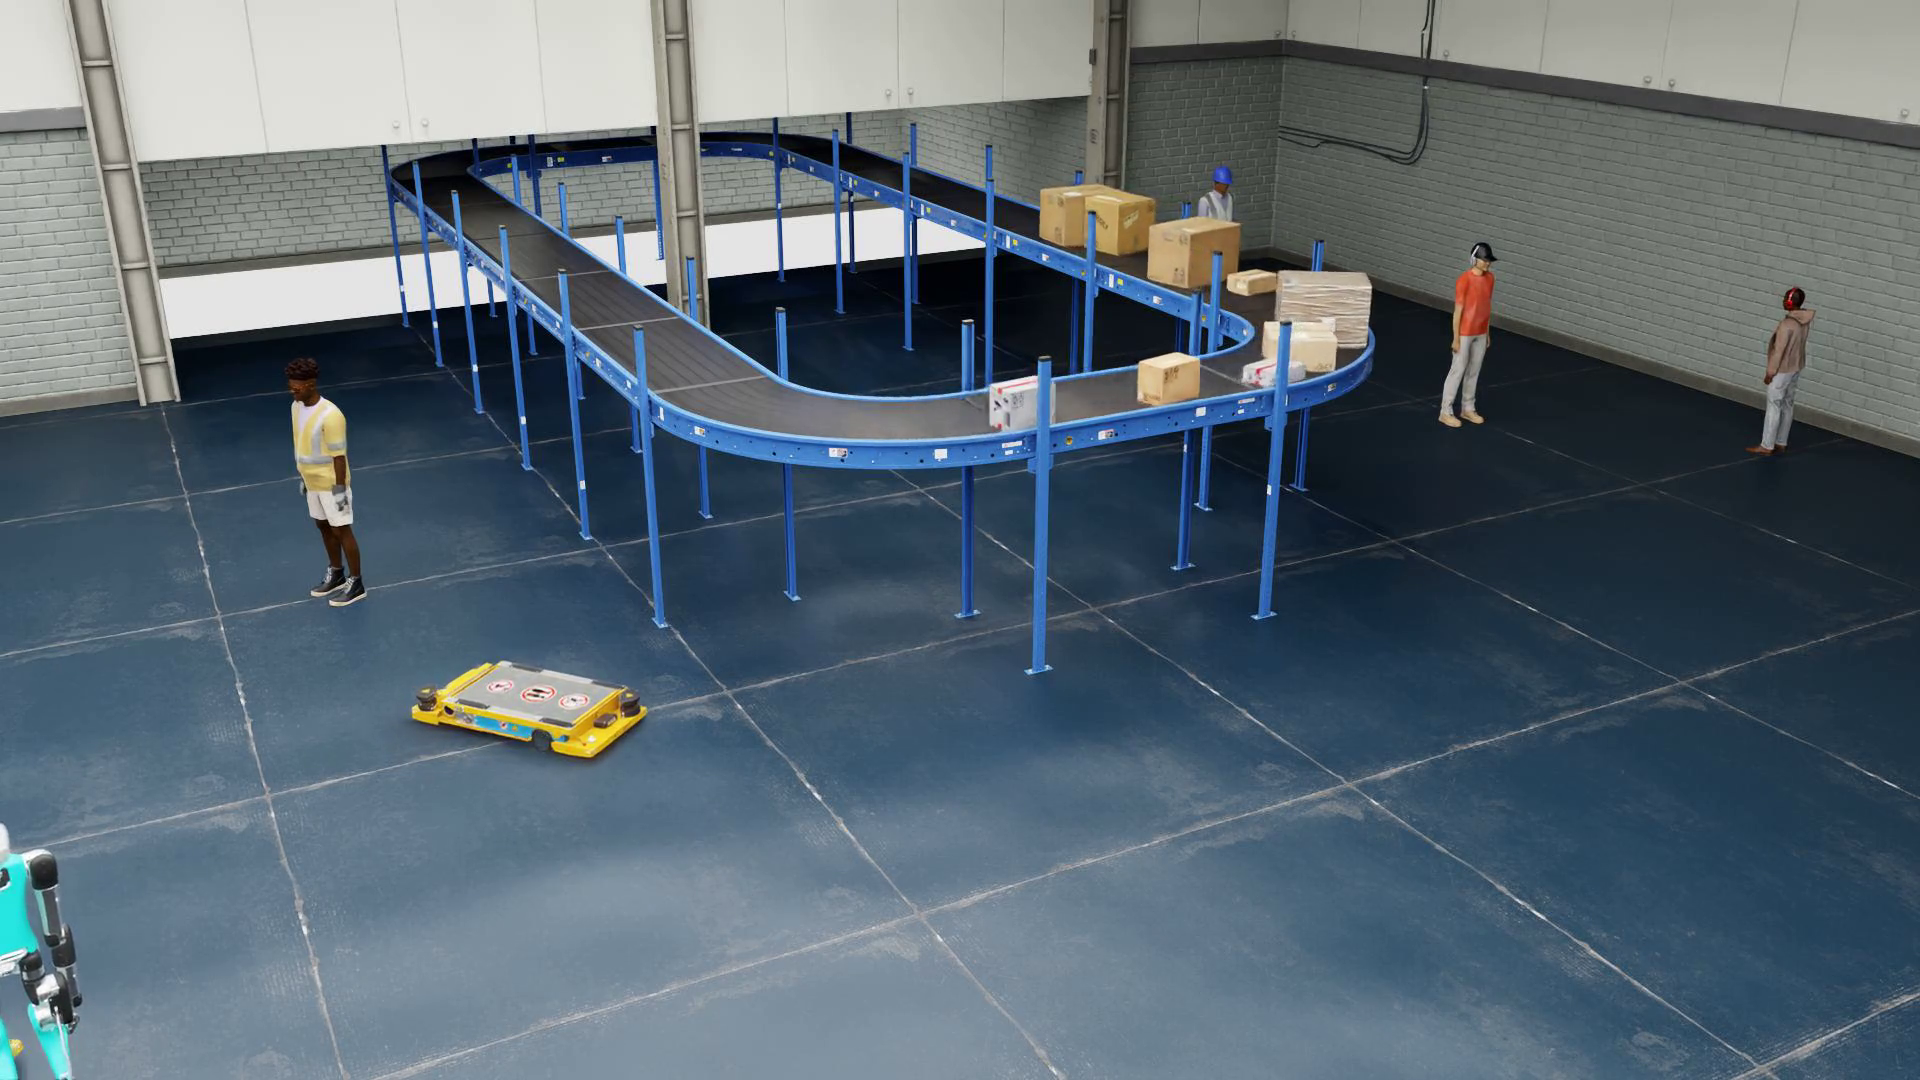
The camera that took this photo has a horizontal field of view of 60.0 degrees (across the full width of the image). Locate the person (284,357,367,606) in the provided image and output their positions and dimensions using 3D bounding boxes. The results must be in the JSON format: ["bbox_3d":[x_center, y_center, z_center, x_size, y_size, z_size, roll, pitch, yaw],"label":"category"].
[{"bbox_3d":[-4.882,-0.460,12.764,0.602,1.959,0.372,18,28,37],"label":"person"}]

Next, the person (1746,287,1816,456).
[{"bbox_3d":[7.958,-1.622,16.045,0.464,1.647,0.317,-15,27,-33],"label":"person"}]

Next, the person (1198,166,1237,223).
[{"bbox_3d":[3.223,-3.716,20.846,0.619,1.932,0.415,-16,27,-34],"label":"person"}]

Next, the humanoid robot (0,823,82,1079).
[{"bbox_3d":[-3.841,2.091,6.860,0.543,1.882,0.672,-17,27,-36],"label":"humanoid robot"}]

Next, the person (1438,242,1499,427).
[{"bbox_3d":[5.194,-2.072,16.834,0.473,1.902,0.424,-12,25,-28],"label":"person"}]

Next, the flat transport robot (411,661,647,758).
[{"bbox_3d":[-2.882,1.113,11.123,1.431,0.231,0.659,9,24,21],"label":"flat transport robot"}]

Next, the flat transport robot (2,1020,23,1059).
[{"bbox_3d":[-5.248,2.481,7.743,1.431,0.231,0.659,2,22,5],"label":"flat transport robot"}]
